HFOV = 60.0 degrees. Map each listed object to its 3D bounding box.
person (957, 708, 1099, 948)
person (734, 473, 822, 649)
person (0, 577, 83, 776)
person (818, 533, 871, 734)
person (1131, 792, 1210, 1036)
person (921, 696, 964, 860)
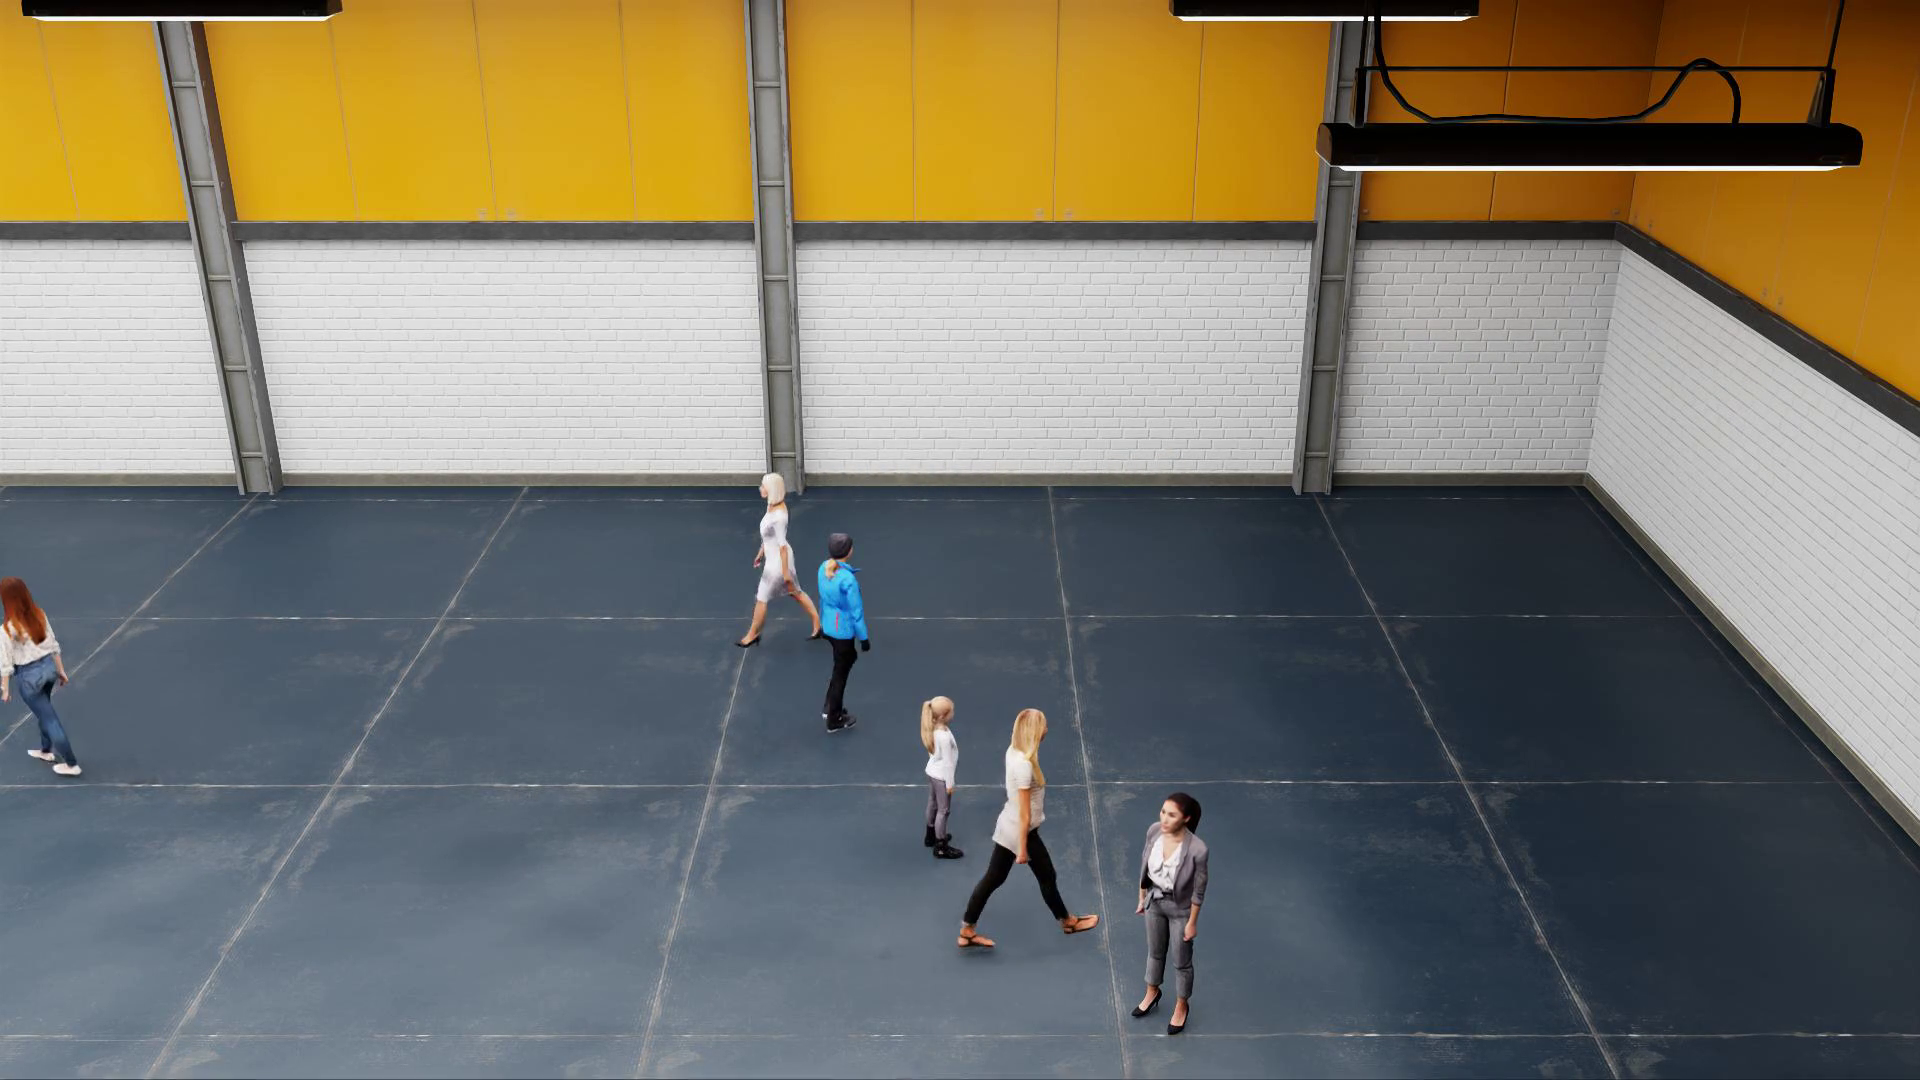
[{"bbox_3d":[0.290,1.965,10.992,1.281,1.765,0.851,-6,24,-13],"label":"person"},{"bbox_3d":[-1.554,0.209,15.086,1.116,1.705,0.624,-2,24,-5],"label":"person"},{"bbox_3d":[-7.170,1.096,13.048,0.922,1.711,0.757,7,25,16],"label":"person"},{"bbox_3d":[-1.057,0.799,13.638,0.762,1.783,0.729,-15,28,-30],"label":"person"},{"bbox_3d":[1.318,2.296,10.345,0.721,1.679,0.789,19,30,37],"label":"person"},{"bbox_3d":[-0.151,1.717,12.168,0.578,1.278,0.559,-9,25,-19],"label":"person"}]
